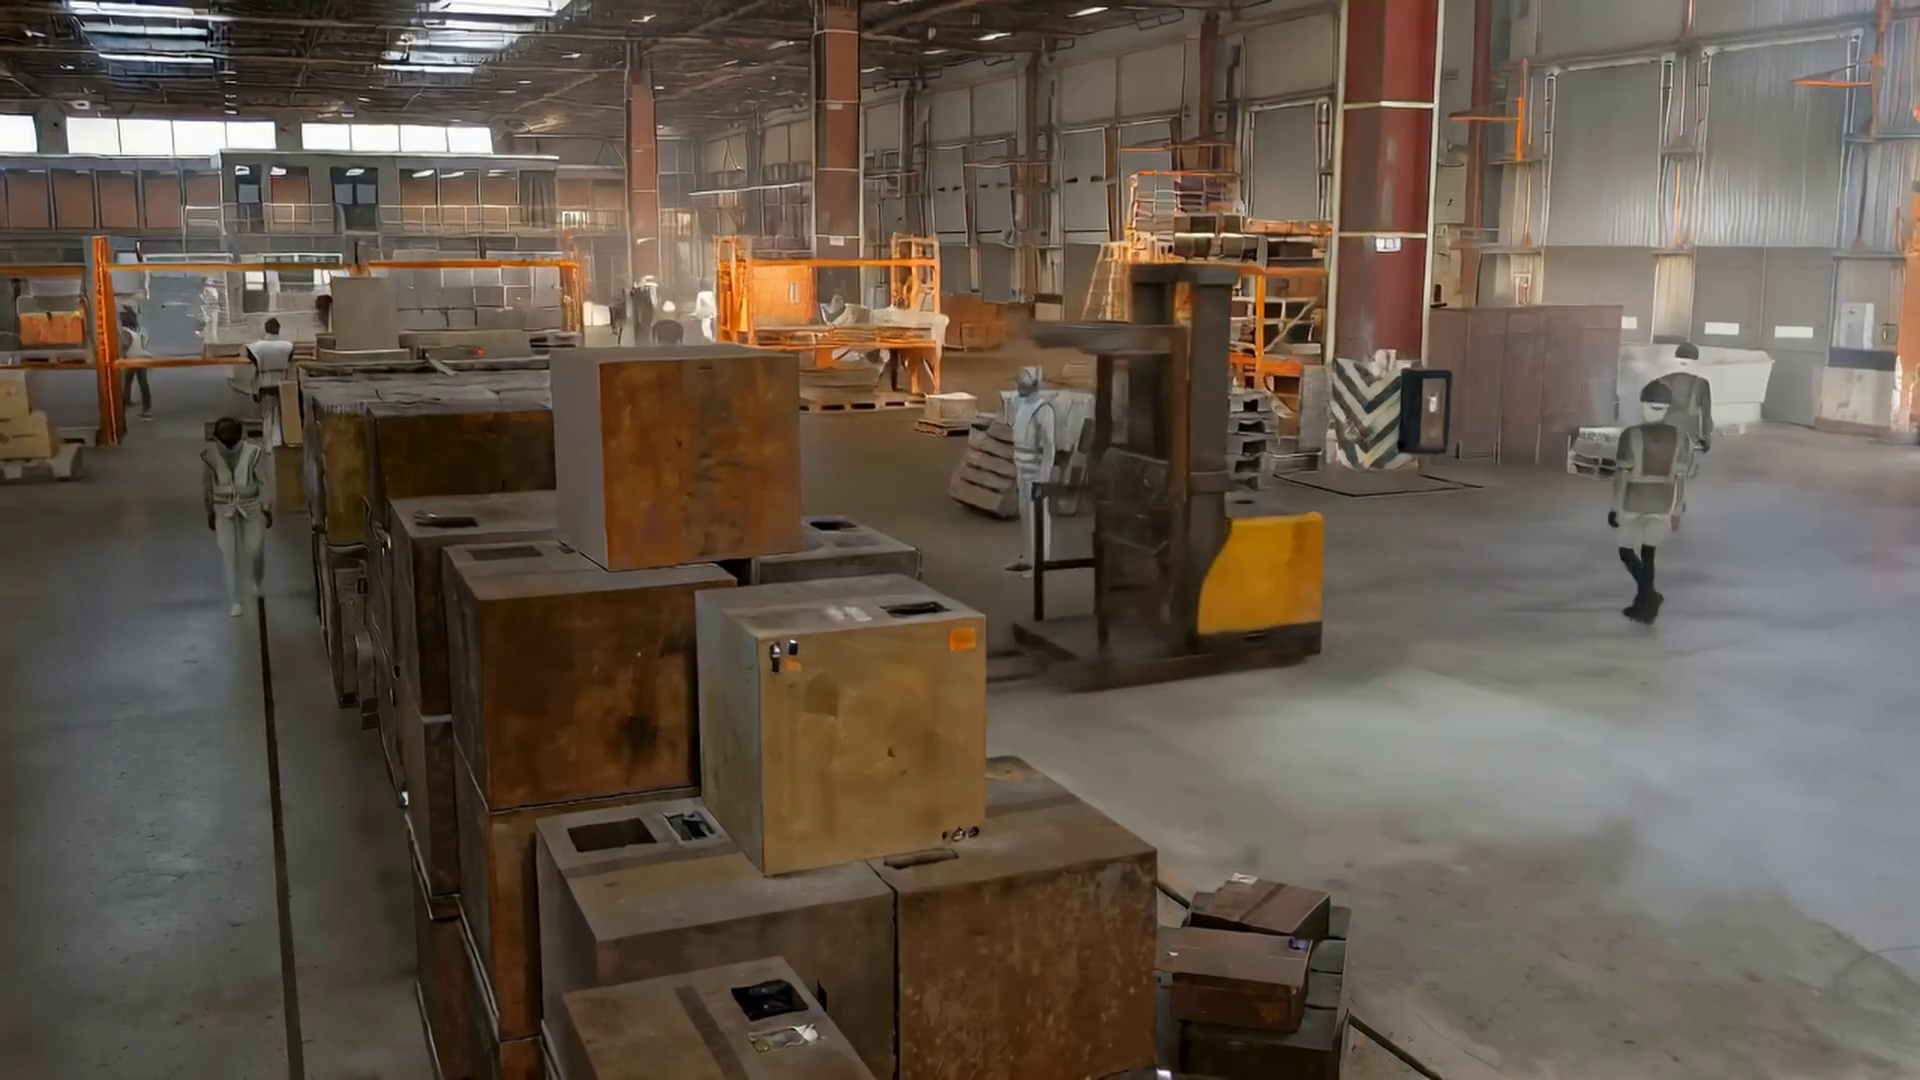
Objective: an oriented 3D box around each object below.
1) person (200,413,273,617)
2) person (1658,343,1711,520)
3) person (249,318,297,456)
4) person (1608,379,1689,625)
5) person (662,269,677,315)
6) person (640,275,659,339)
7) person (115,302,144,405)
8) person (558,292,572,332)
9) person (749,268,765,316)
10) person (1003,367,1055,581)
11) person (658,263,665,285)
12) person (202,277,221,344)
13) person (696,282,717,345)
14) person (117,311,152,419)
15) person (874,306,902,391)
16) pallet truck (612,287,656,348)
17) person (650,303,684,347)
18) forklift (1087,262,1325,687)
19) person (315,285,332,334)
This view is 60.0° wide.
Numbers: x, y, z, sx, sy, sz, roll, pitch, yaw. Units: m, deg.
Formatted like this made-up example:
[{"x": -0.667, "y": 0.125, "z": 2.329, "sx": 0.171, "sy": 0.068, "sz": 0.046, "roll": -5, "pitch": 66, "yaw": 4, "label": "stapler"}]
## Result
[{"x": -5.822, "y": -0.234, "z": 13.431, "sx": 0.516, "sy": 1.622, "sz": 0.657, "roll": -4, "pitch": 11, "yaw": -20, "label": "person"}, {"x": 7.766, "y": -1.174, "z": 17.918, "sx": 0.566, "sy": 1.886, "sz": 1.012, "roll": 8, "pitch": 13, "yaw": 37, "label": "person"}, {"x": -9.442, "y": -2.096, "z": 22.932, "sx": 0.591, "sy": 1.909, "sz": 0.409, "roll": -3, "pitch": 11, "yaw": -16, "label": "person"}, {"x": 5.321, "y": -0.267, "z": 12.800, "sx": 0.545, "sy": 1.923, "sz": 0.702, "roll": 0, "pitch": 10, "yaw": -1, "label": "person"}, {"x": -11.630, "y": -9.817, "z": 65.788, "sx": 0.925, "sy": 1.802, "sz": 0.620, "roll": 4, "pitch": 11, "yaw": 22, "label": "person"}, {"x": -9.291, "y": -6.880, "z": 49.257, "sx": 0.881, "sy": 1.909, "sz": 0.642, "roll": 4, "pitch": 11, "yaw": 19, "label": "person"}, {"x": -14.921, "y": -3.339, "z": 29.915, "sx": 0.576, "sy": 1.852, "sz": 0.472, "roll": -2, "pitch": 10, "yaw": -9, "label": "person"}, {"x": -9.385, "y": -5.119, "z": 40.101, "sx": 0.624, "sy": 1.728, "sz": 0.492, "roll": -2, "pitch": 11, "yaw": -13, "label": "person"}, {"x": -7.859, "y": -9.614, "z": 64.512, "sx": 0.656, "sy": 1.849, "sz": 0.980, "roll": 0, "pitch": 10, "yaw": -1, "label": "person"}, {"x": 0.624, "y": -0.587, "z": 14.677, "sx": 0.356, "sy": 1.883, "sz": 0.572, "roll": -5, "pitch": 11, "yaw": -25, "label": "person"}, {"x": -13.363, "y": -11.372, "z": 73.847, "sx": 0.626, "sy": 1.982, "sz": 0.413, "roll": 1, "pitch": 10, "yaw": 3, "label": "person"}, {"x": -21.185, "y": -6.480, "z": 47.037, "sx": 0.496, "sy": 1.925, "sz": 0.573, "roll": 8, "pitch": 13, "yaw": 39, "label": "person"}, {"x": -6.942, "y": -6.194, "z": 45.777, "sx": 0.817, "sy": 1.816, "sz": 0.632, "roll": 10, "pitch": 14, "yaw": 43, "label": "person"}, {"x": -13.800, "y": -2.919, "z": 27.763, "sx": 0.974, "sy": 1.791, "sz": 0.537, "roll": 8, "pitch": 13, "yaw": 39, "label": "person"}, {"x": -1.464, "y": -3.812, "z": 33.051, "sx": 0.844, "sy": 1.662, "sz": 0.527, "roll": 8, "pitch": 13, "yaw": 37, "label": "person"}, {"x": -6.464, "y": -4.406, "z": 35.401, "sx": 0.823, "sy": 1.965, "sz": 1.885, "roll": 6, "pitch": 12, "yaw": 32, "label": "pallet truck"}, {"x": -5.168, "y": -3.248, "z": 29.396, "sx": 0.597, "sy": 1.873, "sz": 1.021, "roll": -2, "pitch": 10, "yaw": -10, "label": "person"}, {"x": 1.538, "y": -0.537, "z": 11.645, "sx": 1.873, "sy": 2.768, "sz": 1.129, "roll": -4, "pitch": 11, "yaw": -23, "label": "forklift"}, {"x": -14.985, "y": -5.122, "z": 39.615, "sx": 0.652, "sy": 1.888, "sz": 0.994, "roll": 2, "pitch": 11, "yaw": 12, "label": "person"}]
